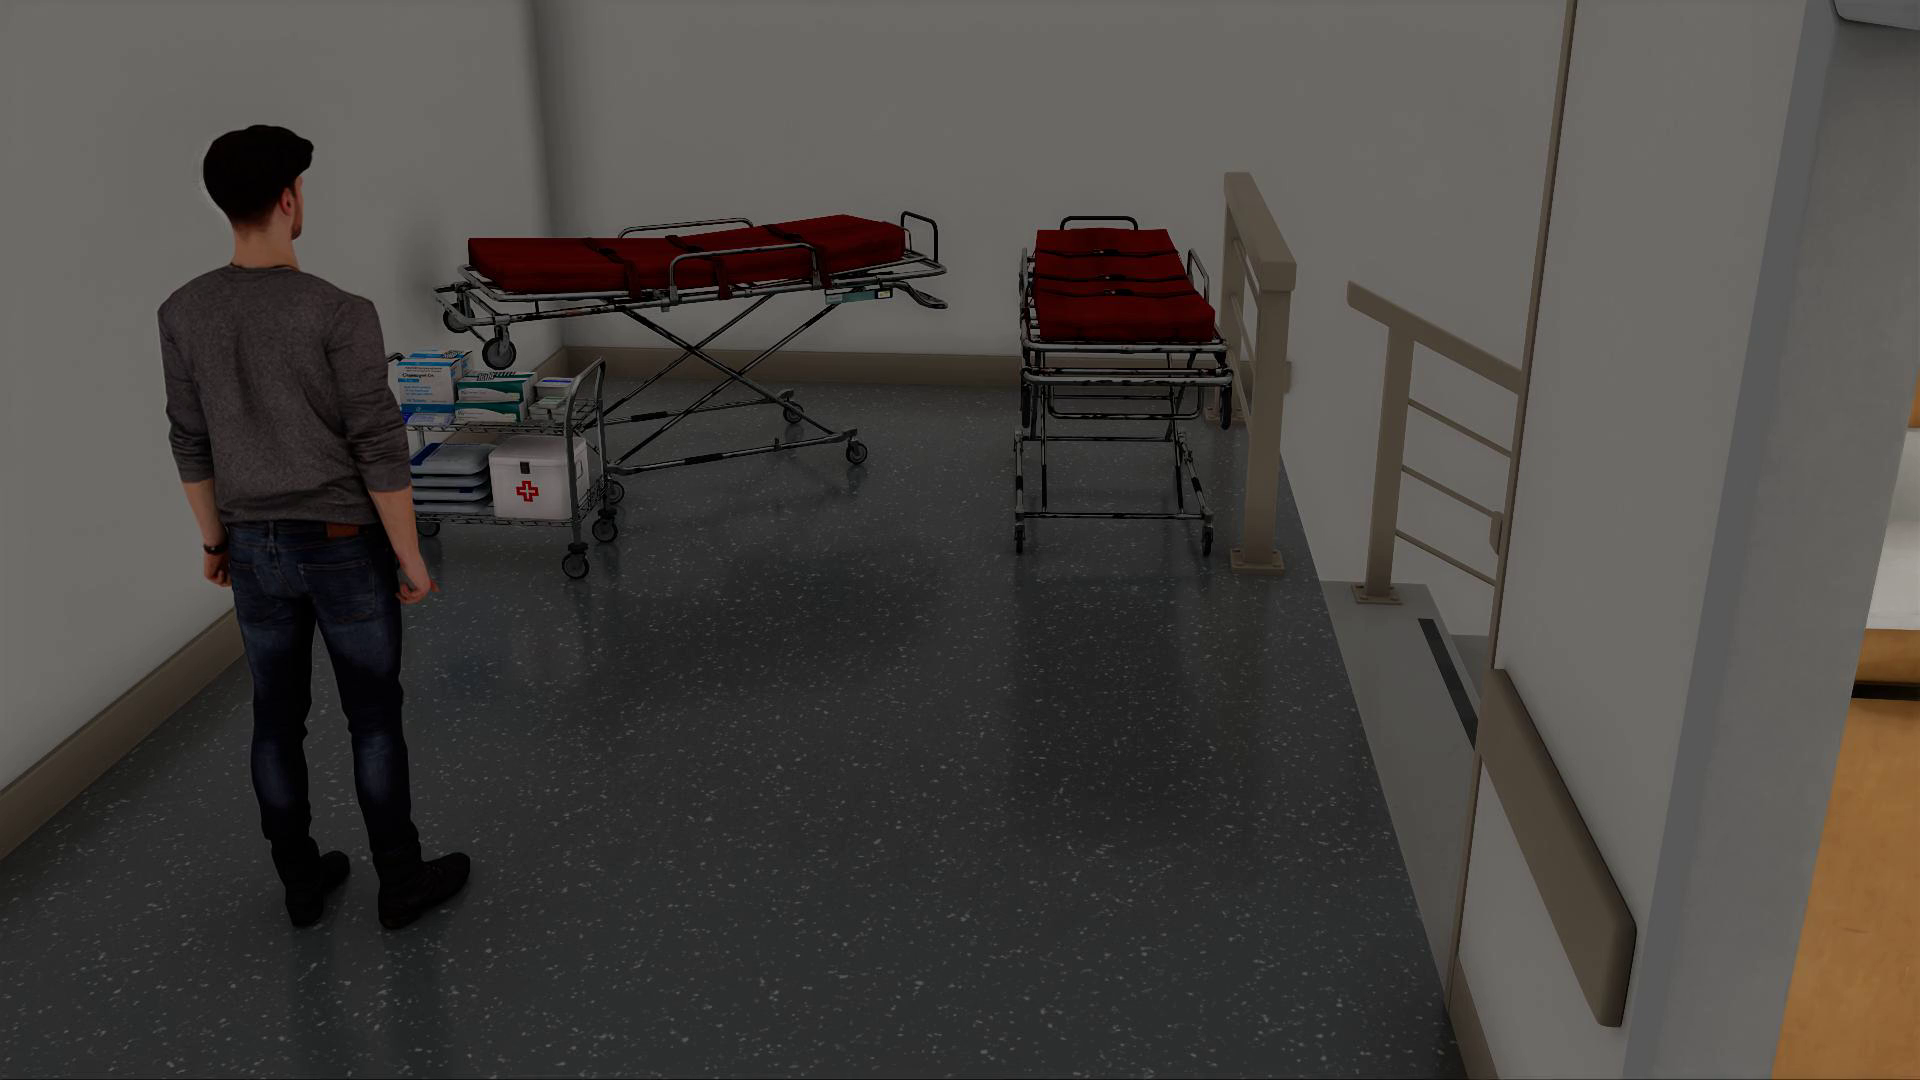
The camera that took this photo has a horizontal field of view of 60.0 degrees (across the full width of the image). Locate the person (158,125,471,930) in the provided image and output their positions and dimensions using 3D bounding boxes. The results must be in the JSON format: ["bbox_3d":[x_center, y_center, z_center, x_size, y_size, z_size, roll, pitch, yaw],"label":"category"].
[{"bbox_3d":[-1.517,0.019,3.851,0.695,1.903,0.546,2,21,6],"label":"person"}]
